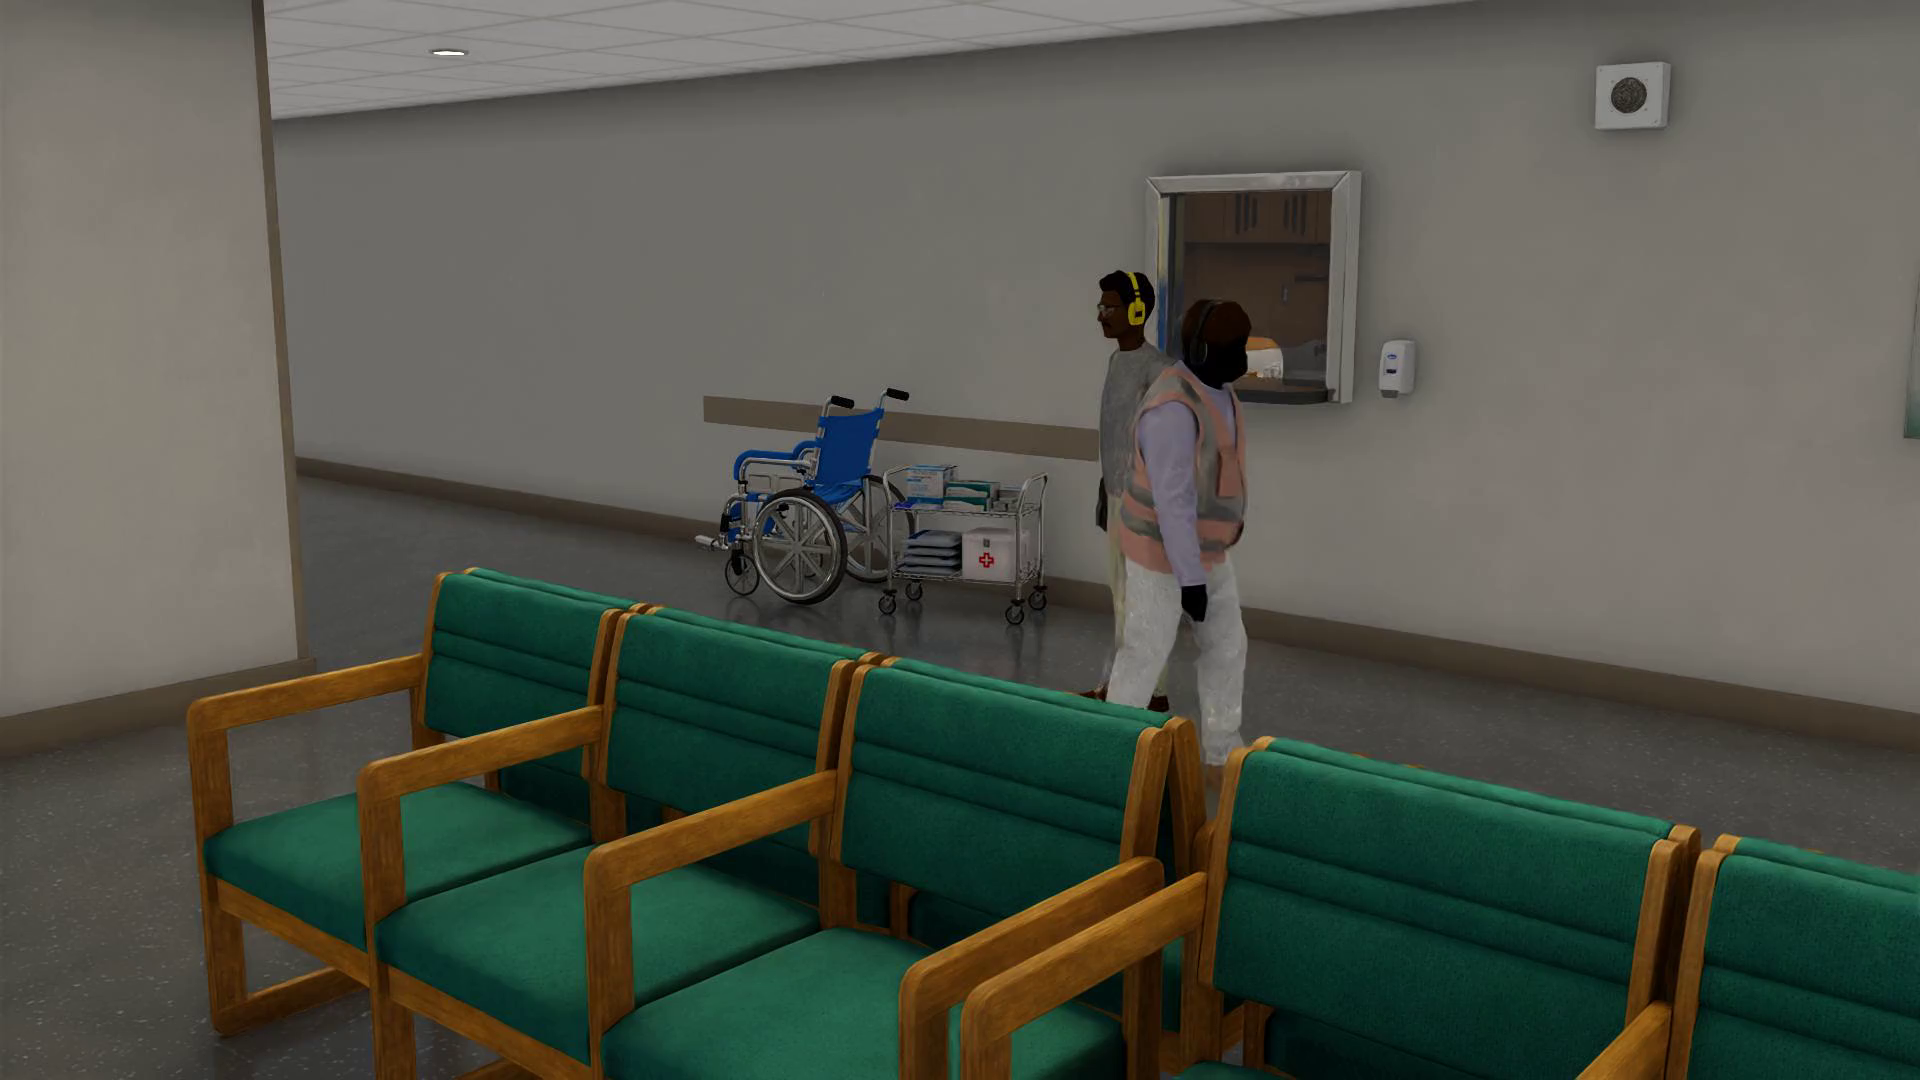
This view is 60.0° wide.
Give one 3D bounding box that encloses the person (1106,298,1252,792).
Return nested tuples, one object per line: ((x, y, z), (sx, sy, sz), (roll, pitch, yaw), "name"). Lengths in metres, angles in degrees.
((0.816, 0.055, 5.828), (0.790, 1.787, 0.657), (5, 11, 28), "person")

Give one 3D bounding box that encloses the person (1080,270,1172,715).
((0.705, -0.176, 6.910), (0.310, 1.868, 0.534), (-4, 11, -20), "person")
